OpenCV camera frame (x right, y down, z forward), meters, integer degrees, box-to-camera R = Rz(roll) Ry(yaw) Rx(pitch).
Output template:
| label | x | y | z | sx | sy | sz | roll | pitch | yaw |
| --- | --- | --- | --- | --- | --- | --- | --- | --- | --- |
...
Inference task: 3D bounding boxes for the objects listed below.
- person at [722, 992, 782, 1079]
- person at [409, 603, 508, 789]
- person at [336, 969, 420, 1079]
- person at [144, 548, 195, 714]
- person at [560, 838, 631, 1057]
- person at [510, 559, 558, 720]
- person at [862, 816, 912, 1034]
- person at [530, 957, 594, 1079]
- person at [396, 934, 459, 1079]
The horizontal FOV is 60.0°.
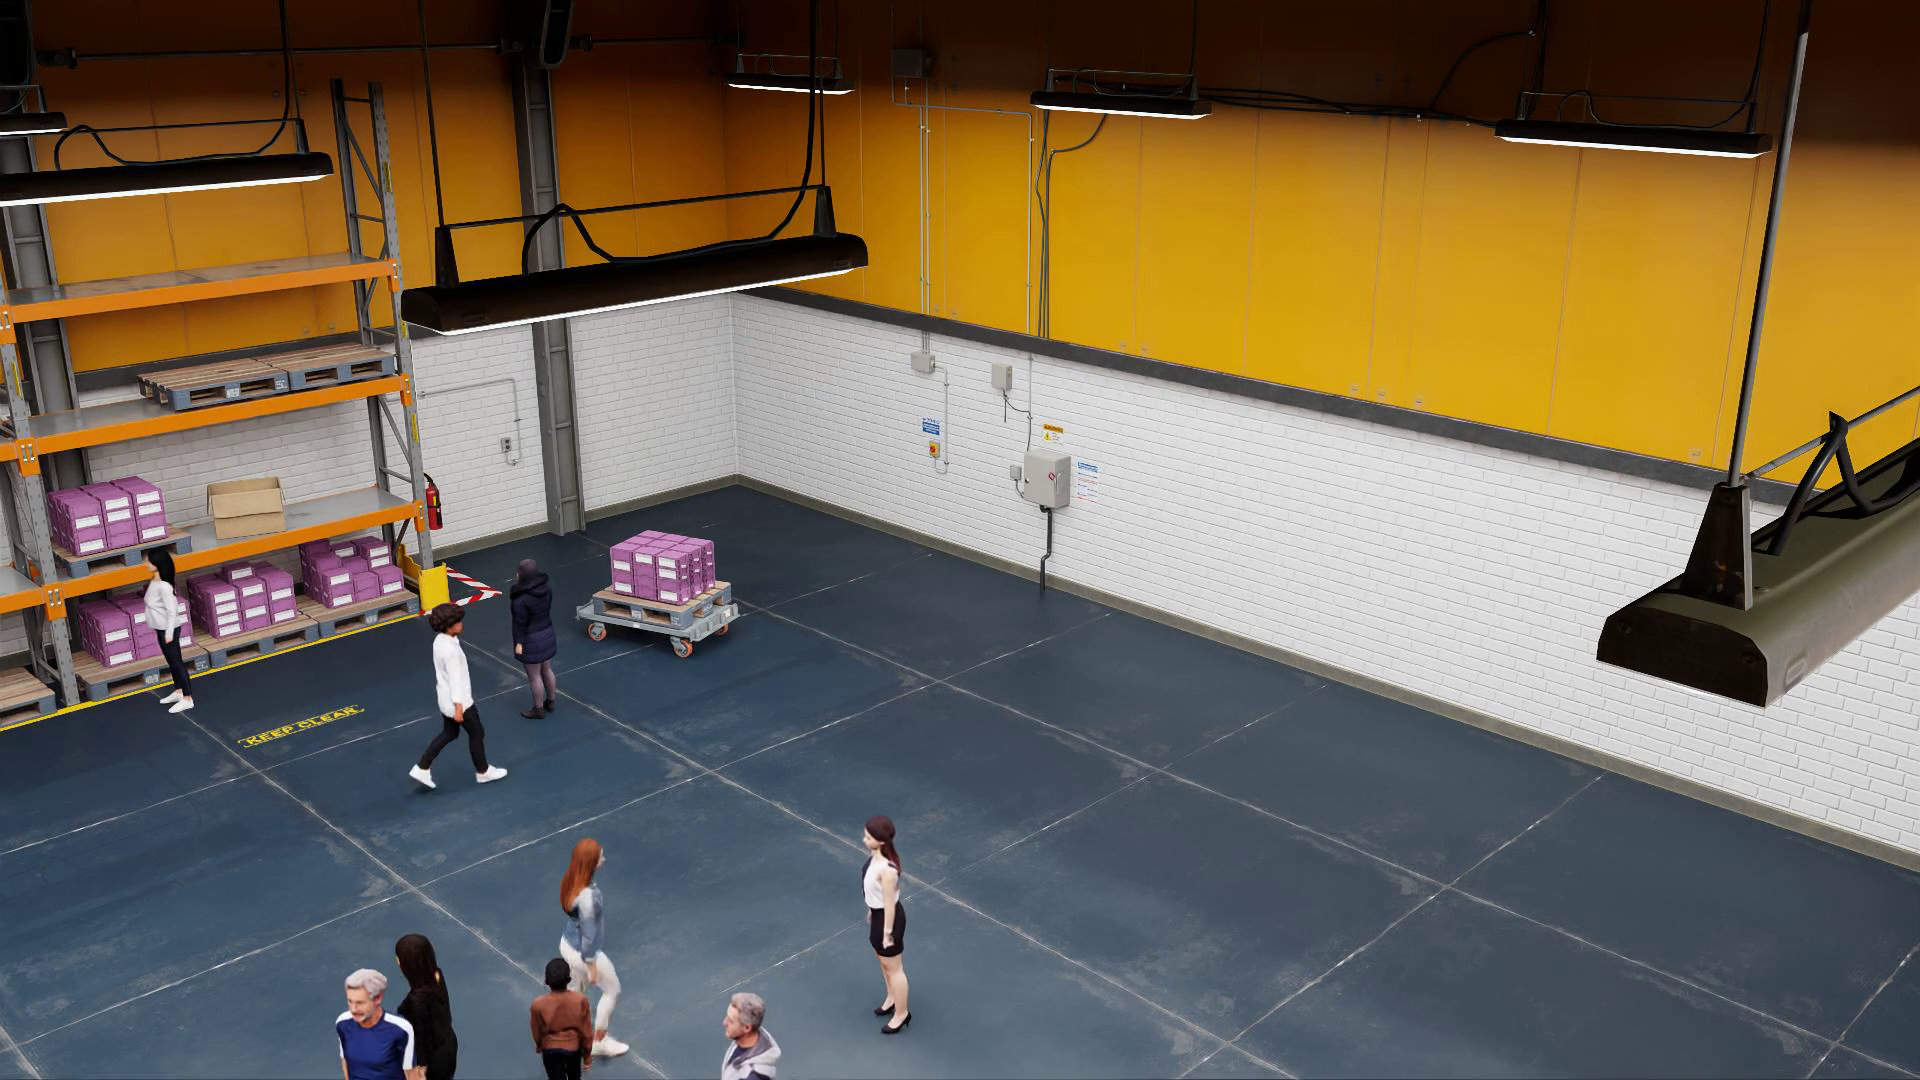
| label | x | y | z | sx | sy | sz | roll | pitch | yaw |
| --- | --- | --- | --- | --- | --- | --- | --- | --- | --- |
| person | -1.056 | 3.346 | 9.298 | 1.294 | 1.786 | 1.090 | -5 | 19 | -13 |
| person | -4.632 | 1.425 | 15.001 | 1.132 | 1.786 | 0.776 | -11 | 22 | -30 |
| person | -3.275 | 3.237 | 9.601 | 1.099 | 1.798 | 1.238 | 2 | 19 | 7 |
| person | -7.966 | 0.887 | 16.734 | 0.575 | 1.700 | 0.634 | -15 | 23 | -37 |
| person | -2.595 | 2.785 | 11.128 | 0.730 | 1.679 | 0.743 | -13 | 23 | -34 |
| person | -4.225 | 0.968 | 16.531 | 0.828 | 1.674 | 0.721 | 8 | 20 | 22 |
| person | -0.508 | 2.656 | 11.569 | 0.665 | 1.644 | 0.637 | -6 | 19 | -16 |
| person | -2.505 | 3.248 | 10.470 | 0.922 | 1.223 | 0.817 | -7 | 20 | -20 |
| person | -3.214 | 3.129 | 10.161 | 0.711 | 1.645 | 0.654 | 0 | 19 | -1 |
